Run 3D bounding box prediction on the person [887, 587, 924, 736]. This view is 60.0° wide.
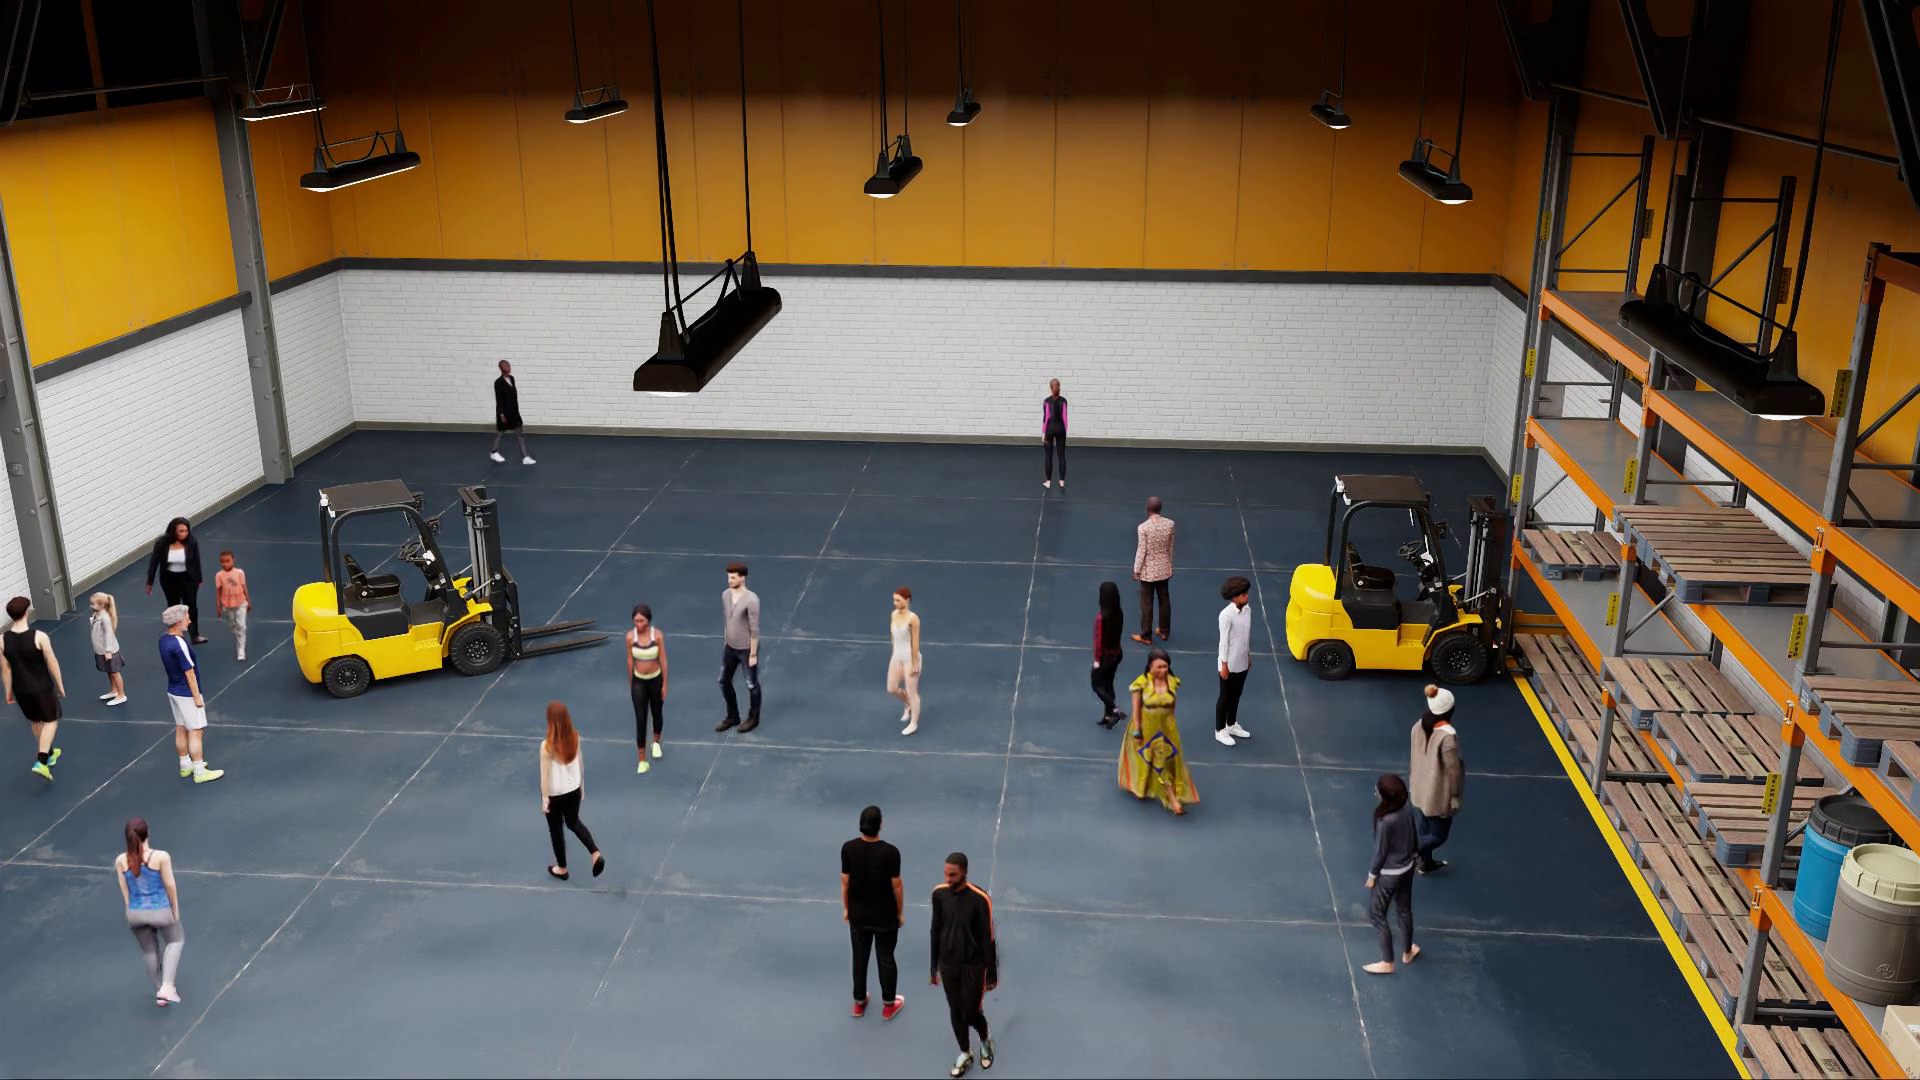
[{"bbox_3d":[-0.513,1.245,17.608,0.712,1.632,0.767,13,22,33],"label":"person"}]

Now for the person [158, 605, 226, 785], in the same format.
[{"bbox_3d":[-7.691,1.513,16.499,0.723,1.831,0.743,15,23,37],"label":"person"}]

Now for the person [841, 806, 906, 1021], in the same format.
[{"bbox_3d":[-0.666,2.835,12.692,0.651,1.757,0.573,4,19,11],"label":"person"}]

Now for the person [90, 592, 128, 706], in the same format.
[{"bbox_3d":[-9.417,1.180,18.359,0.659,1.276,0.603,-17,25,-40],"label":"person"}]

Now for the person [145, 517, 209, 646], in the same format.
[{"bbox_3d":[-9.414,0.468,20.016,1.065,1.567,1.164,-7,20,-20],"label":"person"}]

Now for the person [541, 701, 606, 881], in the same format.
[{"bbox_3d":[-3.413,2.235,14.548,0.912,1.708,0.912,14,23,36],"label":"person"}]

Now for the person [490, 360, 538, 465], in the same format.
[{"bbox_3d":[-7.517,-2.076,27.338,1.010,1.716,1.173,9,21,25],"label":"person"}]

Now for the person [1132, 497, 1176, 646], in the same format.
[{"bbox_3d":[2.340,0.358,19.963,0.779,1.810,0.787,-9,21,-26],"label":"person"}]

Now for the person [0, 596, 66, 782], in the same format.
[{"bbox_3d":[-9.198,1.499,16.488,0.876,1.866,1.186,-3,19,-8],"label":"person"}]

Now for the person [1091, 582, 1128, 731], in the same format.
[{"bbox_3d":[1.626,1.259,17.549,0.803,1.643,0.742,16,24,39],"label":"person"}]

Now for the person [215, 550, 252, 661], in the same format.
[{"bbox_3d":[-8.593,0.727,19.680,0.720,1.292,0.950,-6,19,-17],"label":"person"}]

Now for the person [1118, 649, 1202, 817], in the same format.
[{"bbox_3d":[1.816,1.795,16.009,1.075,1.611,1.339,-6,20,-17],"label":"person"}]

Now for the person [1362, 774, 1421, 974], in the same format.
[{"bbox_3d":[3.533,2.631,13.313,0.792,1.746,0.883,-12,22,-31],"label":"person"}]

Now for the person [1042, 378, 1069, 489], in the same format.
[{"bbox_3d":[1.488,-1.690,26.136,0.618,1.752,0.634,-3,19,-9],"label":"person"}]

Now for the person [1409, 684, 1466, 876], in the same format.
[{"bbox_3d":[4.066,2.161,14.518,1.005,1.869,1.063,-7,20,-19],"label":"person"}]

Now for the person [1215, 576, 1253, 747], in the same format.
[{"bbox_3d":[2.856,1.232,17.364,0.795,1.813,0.720,18,25,42],"label":"person"}]

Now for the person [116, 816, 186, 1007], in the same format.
[{"bbox_3d":[-6.222,2.895,12.762,0.672,1.597,0.781,-4,19,-10],"label":"person"}]

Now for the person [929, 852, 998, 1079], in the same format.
[{"bbox_3d":[0.063,3.028,12.059,0.761,1.795,0.788,7,20,20],"label":"person"}]

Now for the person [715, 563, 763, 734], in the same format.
[{"bbox_3d":[-2.244,1.111,17.595,0.872,1.894,0.910,14,23,35],"label":"person"}]

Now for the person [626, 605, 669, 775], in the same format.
[{"bbox_3d":[-3.149,1.439,16.897,0.706,1.718,1.056,-2,19,-7],"label":"person"}]
